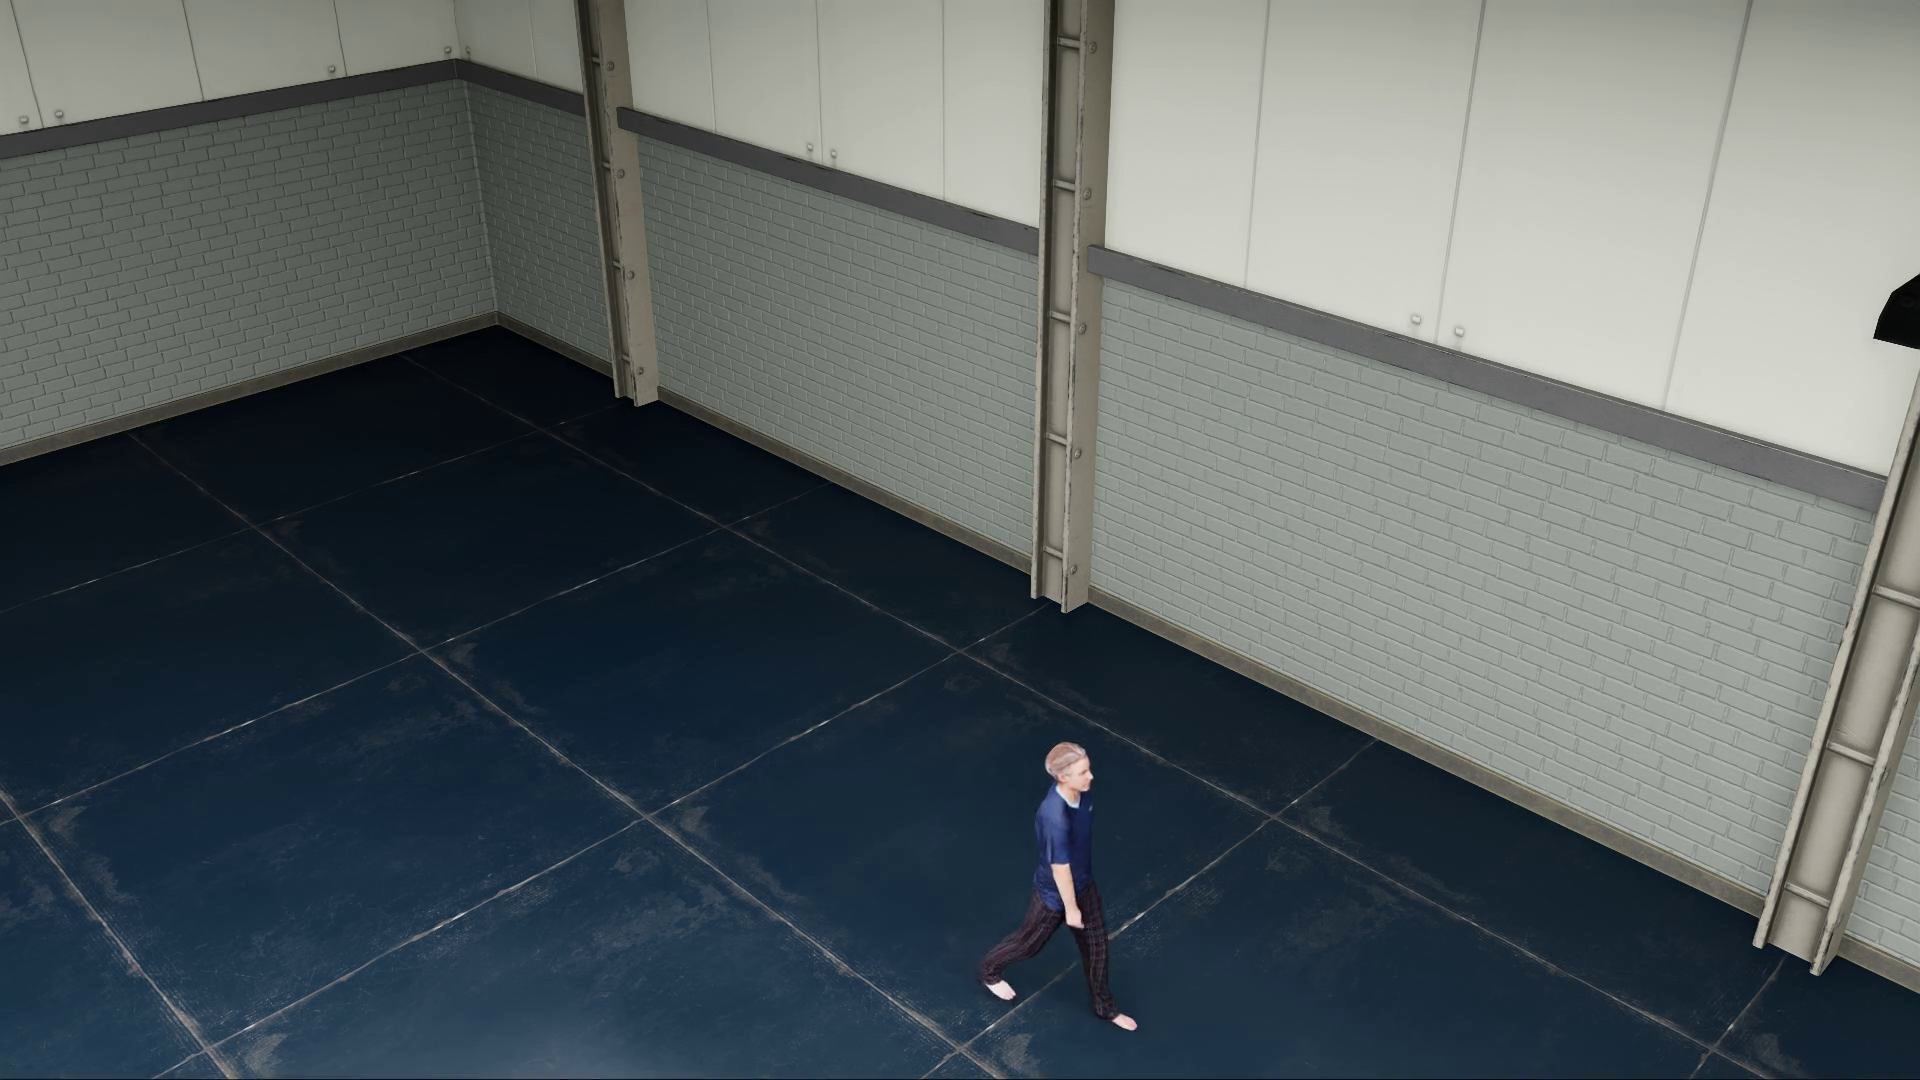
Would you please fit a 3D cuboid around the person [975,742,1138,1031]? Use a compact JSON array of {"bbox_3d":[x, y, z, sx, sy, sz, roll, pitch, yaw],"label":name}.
[{"bbox_3d":[0.472,1.920,9.205,1.277,1.827,0.883,15,31,26],"label":"person"}]
